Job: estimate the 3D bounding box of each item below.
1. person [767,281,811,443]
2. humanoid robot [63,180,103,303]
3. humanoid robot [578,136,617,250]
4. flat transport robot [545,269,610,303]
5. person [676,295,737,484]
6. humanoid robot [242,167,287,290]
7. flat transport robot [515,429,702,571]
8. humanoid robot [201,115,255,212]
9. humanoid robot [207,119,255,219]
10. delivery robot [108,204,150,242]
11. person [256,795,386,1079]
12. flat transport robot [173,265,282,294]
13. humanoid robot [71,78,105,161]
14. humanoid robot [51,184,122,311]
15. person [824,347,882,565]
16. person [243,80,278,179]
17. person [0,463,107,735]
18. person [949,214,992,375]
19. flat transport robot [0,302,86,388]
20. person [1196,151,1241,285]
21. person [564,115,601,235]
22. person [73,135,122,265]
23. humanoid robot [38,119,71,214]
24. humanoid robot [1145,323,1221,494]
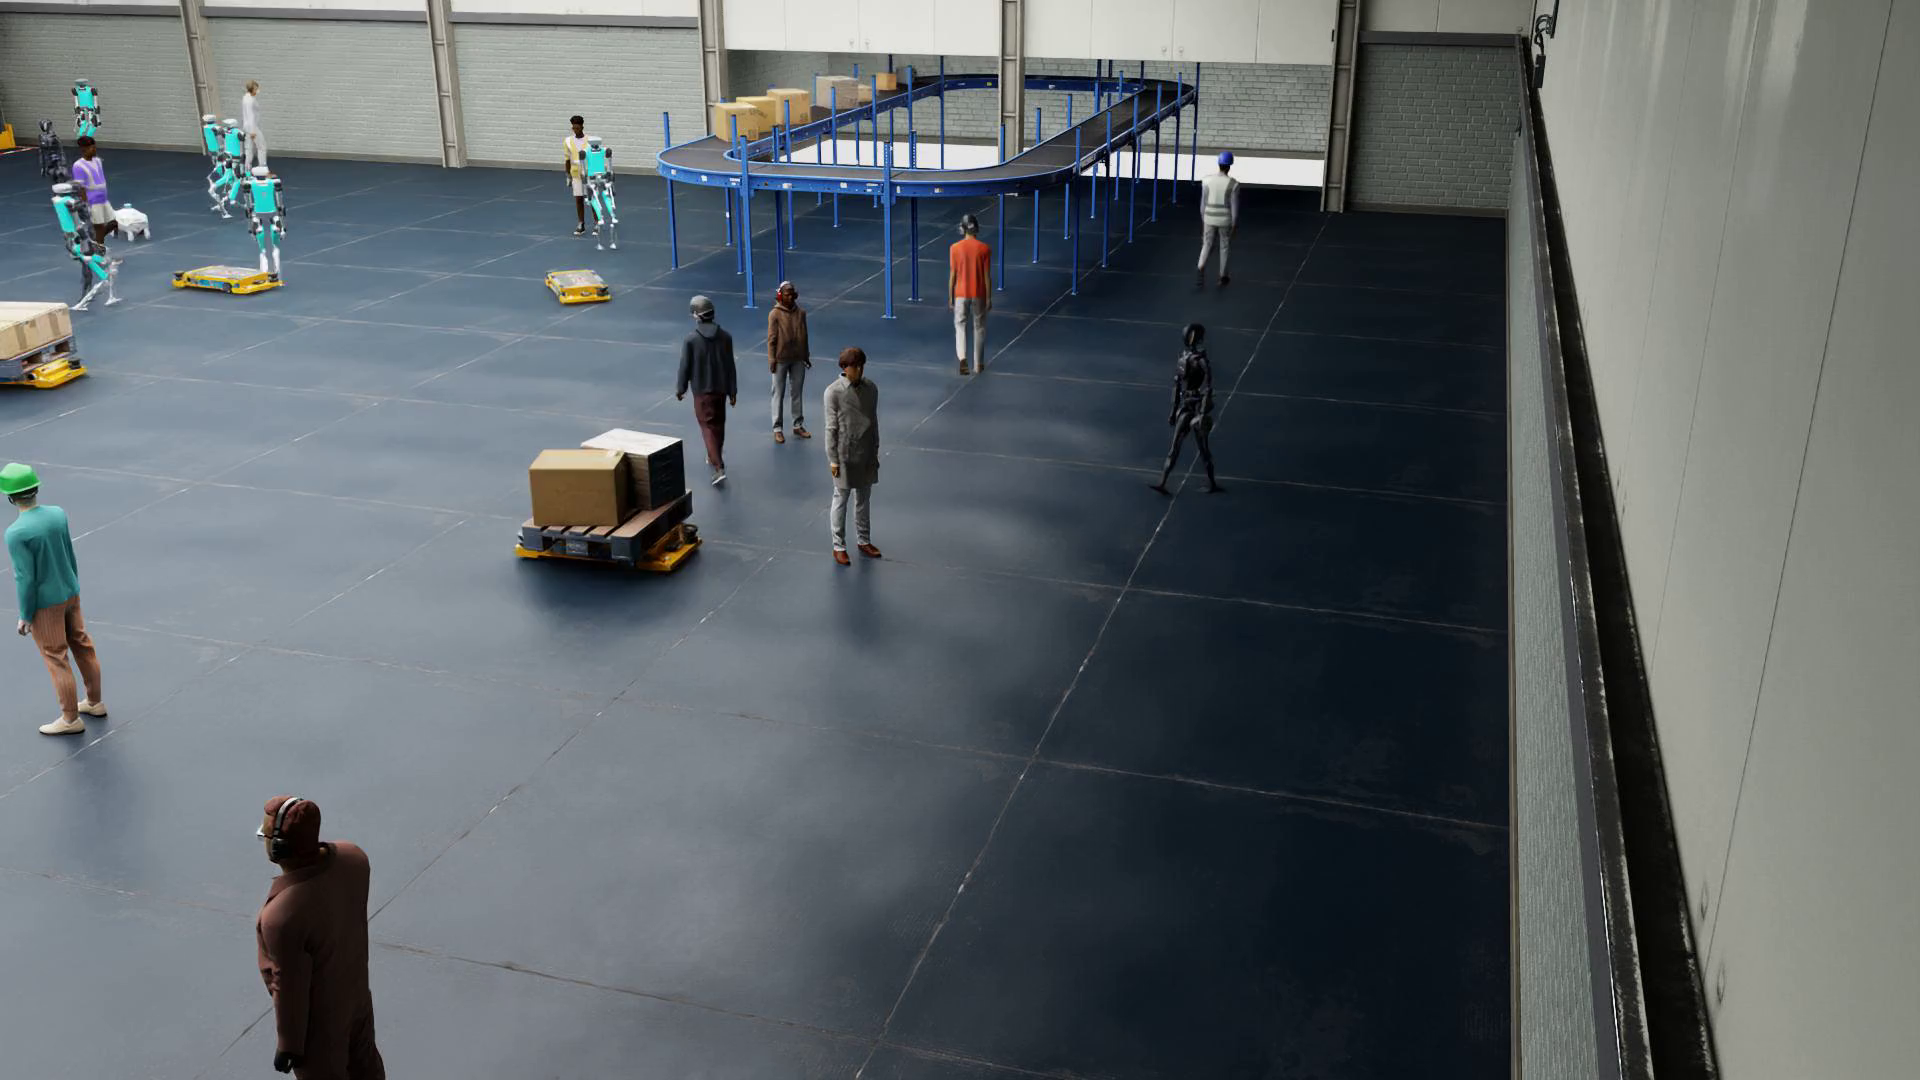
[{"bbox_3d":[-1.753,-1.833,17.006,0.461,1.651,0.330,-12,24,-29],"label":"person"},{"bbox_3d":[-12.090,-4.125,22.924,0.585,1.644,0.526,10,23,24],"label":"humanoid robot"},{"bbox_3d":[-5.635,-5.449,26.200,0.531,1.736,0.713,-11,24,-26],"label":"humanoid robot"},{"bbox_3d":[-5.405,-3.584,23.473,0.659,0.231,1.431,-9,23,-21],"label":"flat transport robot"},{"bbox_3d":[-2.380,-1.438,15.821,0.533,1.768,0.858,-13,24,-30],"label":"person"},{"bbox_3d":[-9.901,-4.473,23.740,0.532,1.752,0.838,-10,23,-24],"label":"humanoid robot"},{"bbox_3d":[-2.985,0.007,14.159,1.431,0.231,0.659,6,22,14],"label":"flat transport robot"},{"bbox_3d":[-12.893,-6.650,29.440,0.545,1.766,1.017,18,27,38],"label":"humanoid robot"},{"bbox_3d":[-12.524,-6.277,28.422,0.531,1.748,0.961,12,24,29],"label":"humanoid robot"},{"bbox_3d":[-13.645,-5.212,27.325,0.798,0.614,0.499,20,28,41],"label":"delivery robot"},{"bbox_3d":[-2.671,1.919,6.928,0.413,1.908,0.638,3,21,8],"label":"person"},{"bbox_3d":[-10.522,-3.739,23.875,1.431,0.231,0.659,9,23,22],"label":"flat transport robot"},{"bbox_3d":[-18.157,-8.671,34.442,0.533,1.677,0.735,2,21,5],"label":"humanoid robot"},{"bbox_3d":[-11.655,-3.939,22.357,0.531,1.739,0.960,17,27,37],"label":"humanoid robot"},{"bbox_3d":[-0.885,-0.710,13.846,0.503,1.835,0.367,-14,25,-32],"label":"person"},{"bbox_3d":[-14.024,-8.151,33.060,0.594,1.903,0.667,-8,23,-21],"label":"person"},{"bbox_3d":[-5.999,0.389,10.943,0.364,1.870,0.516,5,22,13],"label":"person"},{"bbox_3d":[0.118,-2.804,19.215,0.519,1.883,0.738,1,21,1],"label":"person"},{"bbox_3d":[-10.983,-1.946,19.225,1.431,0.231,0.659,2,21,5],"label":"flat transport robot"},{"bbox_3d":[3.681,-4.559,23.693,0.609,1.927,0.763,10,23,25],"label":"person"},{"bbox_3d":[-6.222,-6.022,27.458,0.606,1.958,0.373,2,21,5],"label":"person"},{"bbox_3d":[-13.089,-5.135,25.154,0.485,1.953,0.633,2,21,5],"label":"person"},{"bbox_3d":[-15.865,-6.540,29.163,0.599,1.657,0.315,8,23,20],"label":"humanoid robot"},{"bbox_3d":[2.124,-1.178,15.333,0.768,1.630,0.605,-10,23,-25],"label":"humanoid robot"}]
